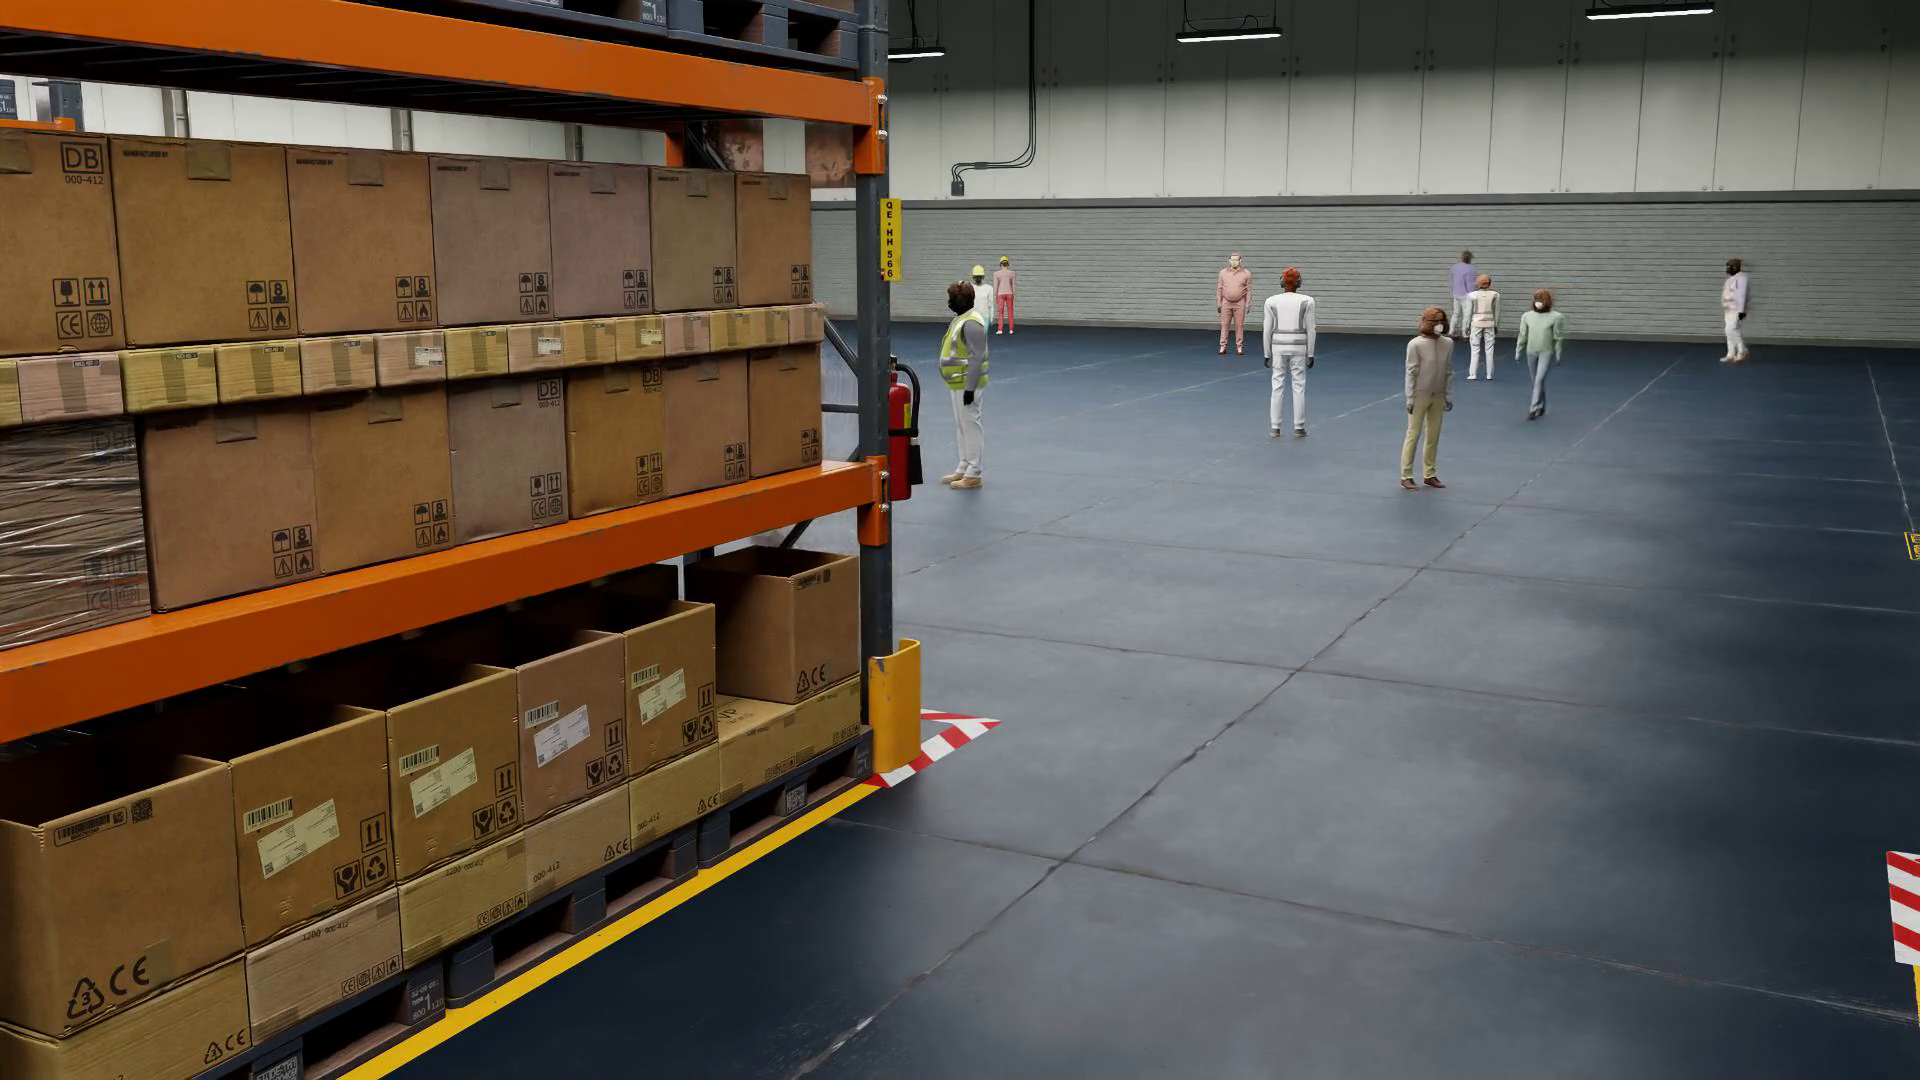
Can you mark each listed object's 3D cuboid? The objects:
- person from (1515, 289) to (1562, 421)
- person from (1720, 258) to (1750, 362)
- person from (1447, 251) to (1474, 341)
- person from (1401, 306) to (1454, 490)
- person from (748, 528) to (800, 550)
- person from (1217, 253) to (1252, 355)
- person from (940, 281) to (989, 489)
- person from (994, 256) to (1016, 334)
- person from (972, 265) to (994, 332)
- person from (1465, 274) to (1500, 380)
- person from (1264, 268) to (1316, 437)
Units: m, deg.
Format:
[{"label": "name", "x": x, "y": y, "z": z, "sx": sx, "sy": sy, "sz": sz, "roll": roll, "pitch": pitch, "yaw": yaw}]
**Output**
[{"label": "person", "x": 7.128, "y": -2.287, "z": 20.440, "sx": 0.513, "sy": 1.592, "sz": 0.844, "roll": 8, "pitch": 13, "yaw": 37}, {"label": "person", "x": 13.636, "y": -4.034, "z": 29.307, "sx": 0.436, "sy": 1.836, "sz": 0.666, "roll": 1, "pitch": 10, "yaw": 3}, {"label": "person", "x": 10.676, "y": -5.169, "z": 35.358, "sx": 0.523, "sy": 1.915, "sz": 0.693, "roll": -4, "pitch": 11, "yaw": -21}, {"label": "person", "x": 4.144, "y": -1.251, "z": 14.709, "sx": 0.502, "sy": 1.624, "sz": 0.300, "roll": -5, "pitch": 11, "yaw": -23}, {"label": "person", "x": -1.136, "y": -0.457, "z": 9.634, "sx": 0.453, "sy": 1.890, "sz": 0.652, "roll": -8, "pitch": 13, "yaw": -37}, {"label": "person", "x": 5.151, "y": -4.440, "z": 31.325, "sx": 0.639, "sy": 1.909, "sz": 0.409, "roll": 2, "pitch": 11, "yaw": 13}, {"label": "person", "x": 0.035, "y": -1.377, "z": 14.806, "sx": 0.430, "sy": 1.841, "sz": 0.624, "roll": -2, "pitch": 11, "yaw": -10}, {"label": "person", "x": 1.012, "y": -5.540, "z": 37.728, "sx": 0.523, "sy": 1.761, "sz": 0.326, "roll": -2, "pitch": 11, "yaw": -9}, {"label": "person", "x": 0.310, "y": -3.732, "z": 27.891, "sx": 0.526, "sy": 1.754, "sz": 0.416, "roll": -1, "pitch": 10, "yaw": -3}, {"label": "person", "x": 8.095, "y": -3.289, "z": 25.783, "sx": 0.514, "sy": 1.636, "sz": 0.314, "roll": 1, "pitch": 10, "yaw": 7}, {"label": "person", "x": 3.664, "y": -2.078, "z": 18.508, "sx": 0.573, "sy": 1.883, "sz": 0.356, "roll": 3, "pitch": 11, "yaw": 17}]
